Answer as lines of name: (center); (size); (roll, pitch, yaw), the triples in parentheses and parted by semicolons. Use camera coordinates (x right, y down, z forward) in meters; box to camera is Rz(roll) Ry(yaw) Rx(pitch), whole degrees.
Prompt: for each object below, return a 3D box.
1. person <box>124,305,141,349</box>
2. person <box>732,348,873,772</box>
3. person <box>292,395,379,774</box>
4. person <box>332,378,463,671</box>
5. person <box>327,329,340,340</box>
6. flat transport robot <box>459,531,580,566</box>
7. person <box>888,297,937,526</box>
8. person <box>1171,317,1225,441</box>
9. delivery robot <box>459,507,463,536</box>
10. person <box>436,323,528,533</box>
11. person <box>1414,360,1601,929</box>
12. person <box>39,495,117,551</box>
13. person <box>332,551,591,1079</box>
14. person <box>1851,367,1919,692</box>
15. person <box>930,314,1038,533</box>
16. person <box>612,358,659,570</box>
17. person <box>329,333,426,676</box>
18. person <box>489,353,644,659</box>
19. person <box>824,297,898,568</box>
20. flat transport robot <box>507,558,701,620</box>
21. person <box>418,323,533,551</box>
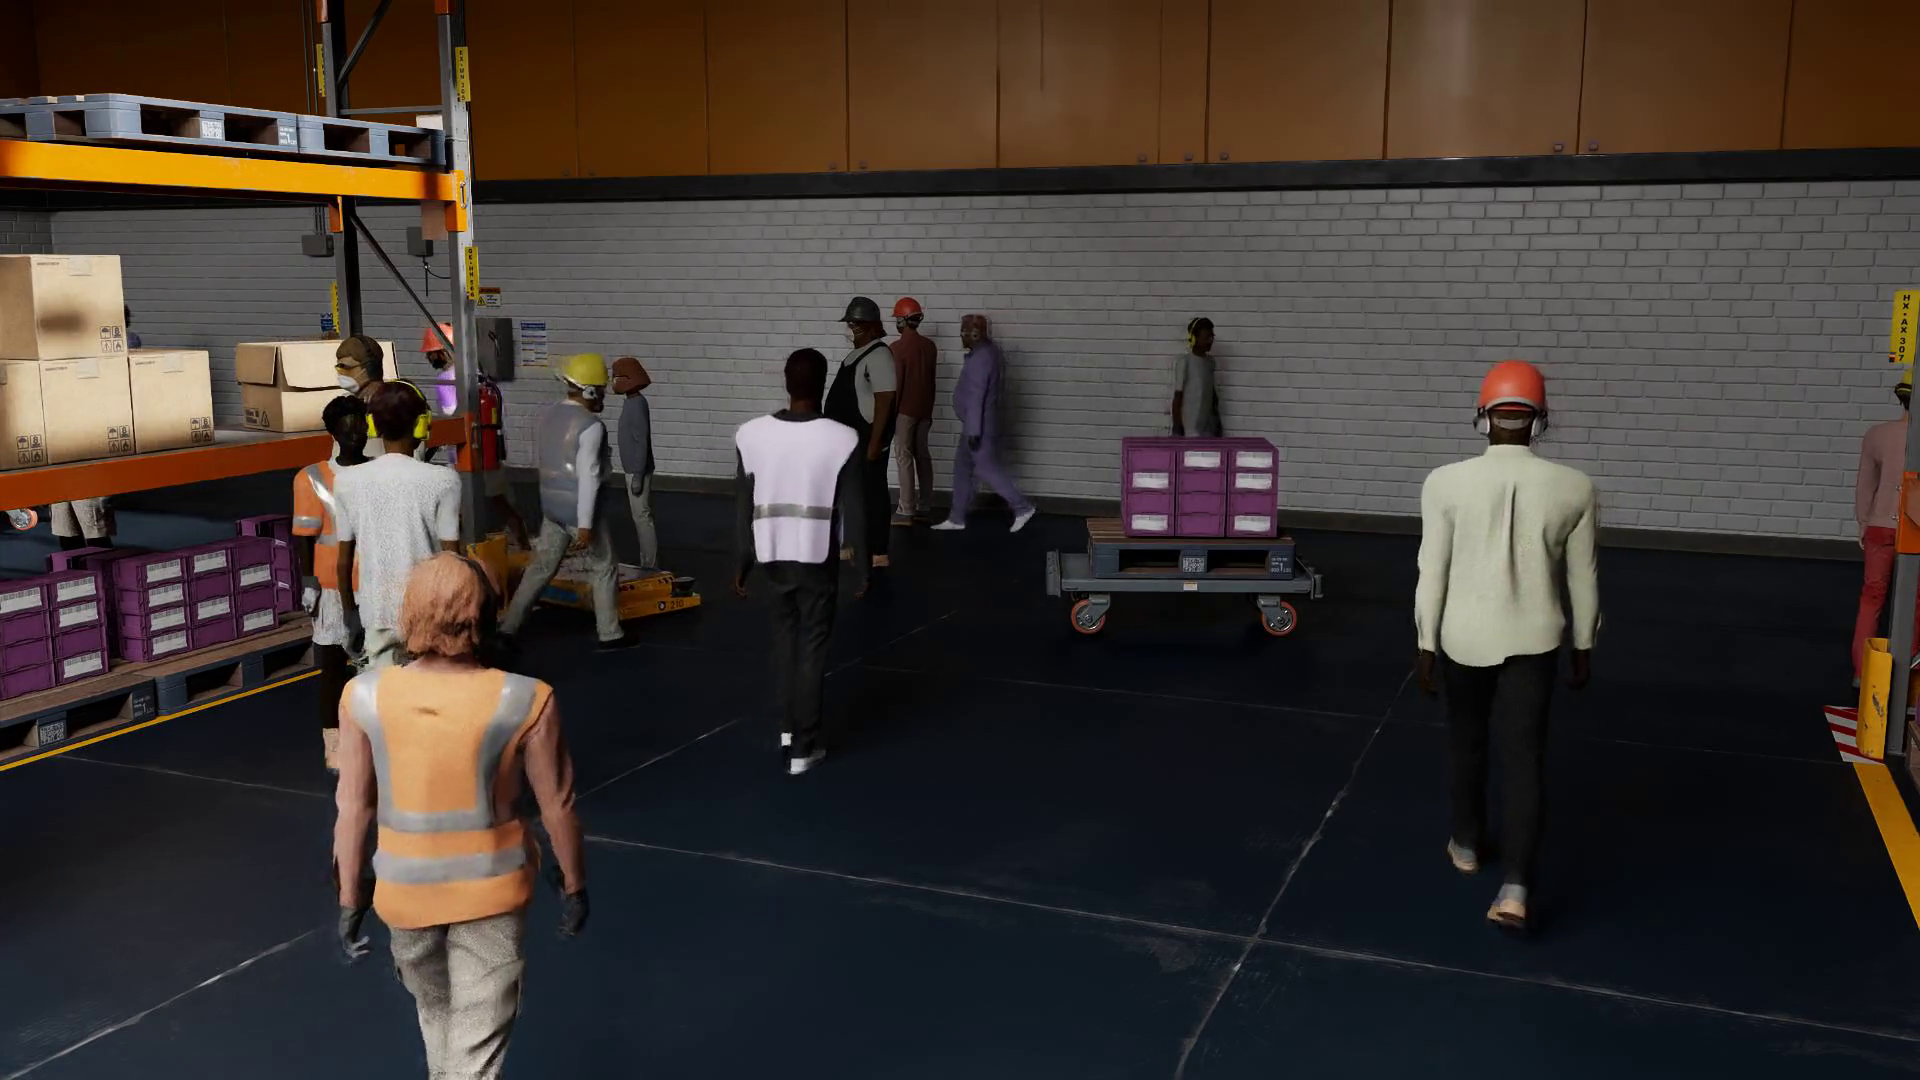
person: (-8.869, -1.560, 17.574); (0.648, 1.889, 1.014); (3, 10, 18)
person: (-0.690, 0.080, 7.567); (0.633, 1.898, 0.577); (2, 10, 14)
person: (-2.716, 0.193, 7.511); (0.541, 1.695, 0.315); (-8, 12, -39)
person: (-2.089, 0.312, 6.328); (0.550, 1.844, 0.717); (0, 9, 1)
person: (-4.607, -0.660, 12.318); (0.518, 1.821, 0.627); (1, 9, 8)
flat transport robot: (-3.375, 0.119, 12.271); (0.652, 0.197, 1.431); (-7, 12, -37)
person: (-0.445, -1.125, 14.596); (0.382, 1.993, 0.622); (7, 12, 36)
person: (1.988, -0.915, 13.779); (0.397, 1.848, 0.529); (6, 11, 33)
delivery robot: (-4.100, -0.199, 13.059); (0.477, 0.478, 0.707); (-8, 12, -40)
person: (-4.086, -0.891, 13.737); (0.996, 1.803, 0.548); (-2, 10, -10)
person: (1.928, 0.342, 5.860); (0.636, 1.952, 1.017); (2, 10, 13)
person: (-5.290, -0.344, 9.966); (0.605, 1.962, 0.373); (4, 10, 25)
person: (-1.140, 0.821, 3.932); (0.551, 1.608, 0.731); (1, 9, 3)
person: (4.970, -0.044, 8.736); (0.330, 1.767, 0.528); (-5, 11, -27)
person: (0.226, -0.977, 14.107); (0.893, 1.878, 0.656); (1, 9, 5)
person: (-2.279, -0.461, 11.664); (0.282, 1.631, 0.503); (-2, 10, -14)
person: (-2.964, -0.077, 8.434); (0.627, 1.934, 0.371); (6, 11, 31)
person: (-2.295, -0.178, 9.565); (0.606, 1.785, 0.882); (9, 13, 43)
person: (-0.758, -0.812, 12.563); (0.535, 2.000, 0.674); (-3, 10, -19)
flat transport robot: (-2.456, 0.305, 11.142); (1.431, 0.197, 0.652); (8, 12, 40)
person: (-3.518, -0.617, 11.910); (1.027, 1.881, 0.610); (2, 10, 14)
